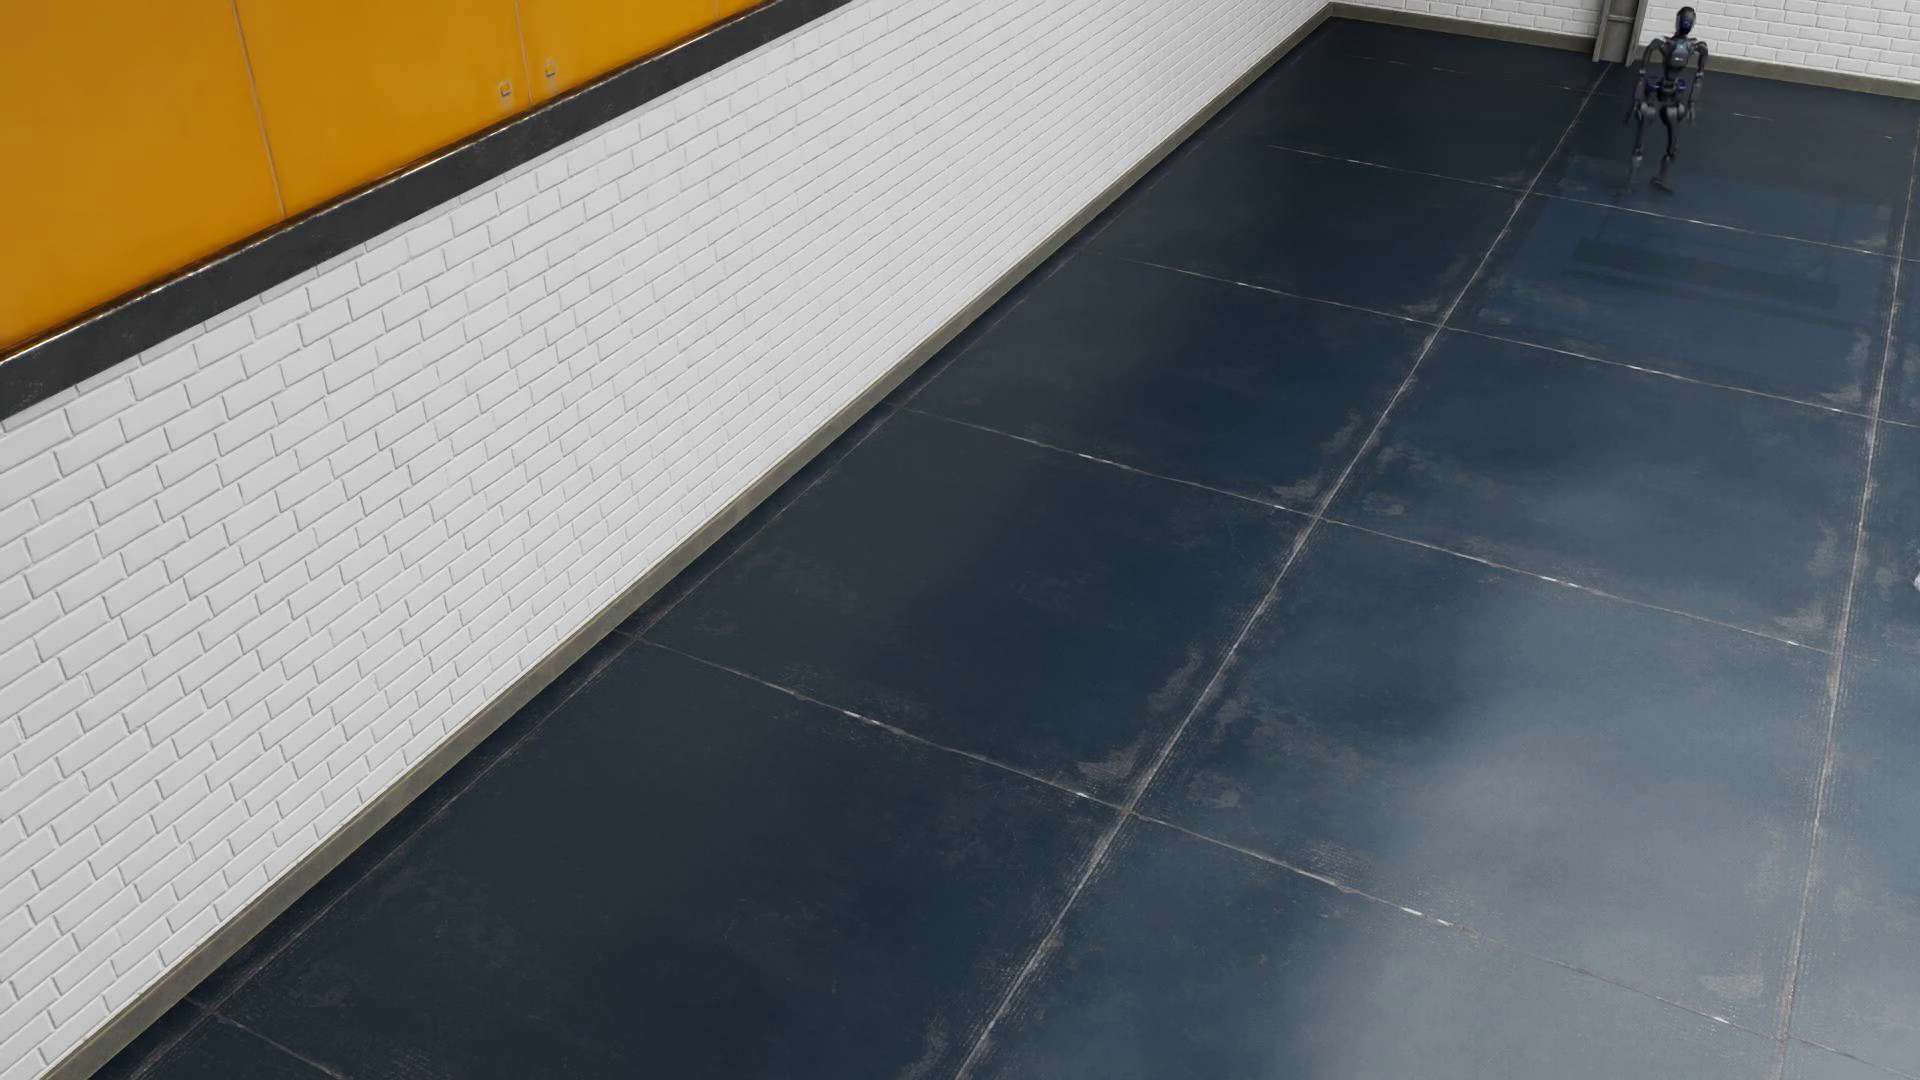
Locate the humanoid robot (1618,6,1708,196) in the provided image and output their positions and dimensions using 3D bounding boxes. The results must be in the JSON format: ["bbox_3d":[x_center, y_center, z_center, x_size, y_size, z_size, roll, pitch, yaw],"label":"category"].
[{"bbox_3d":[6.065,-3.786,14.345,0.602,1.646,0.385,3,34,5],"label":"humanoid robot"}]
